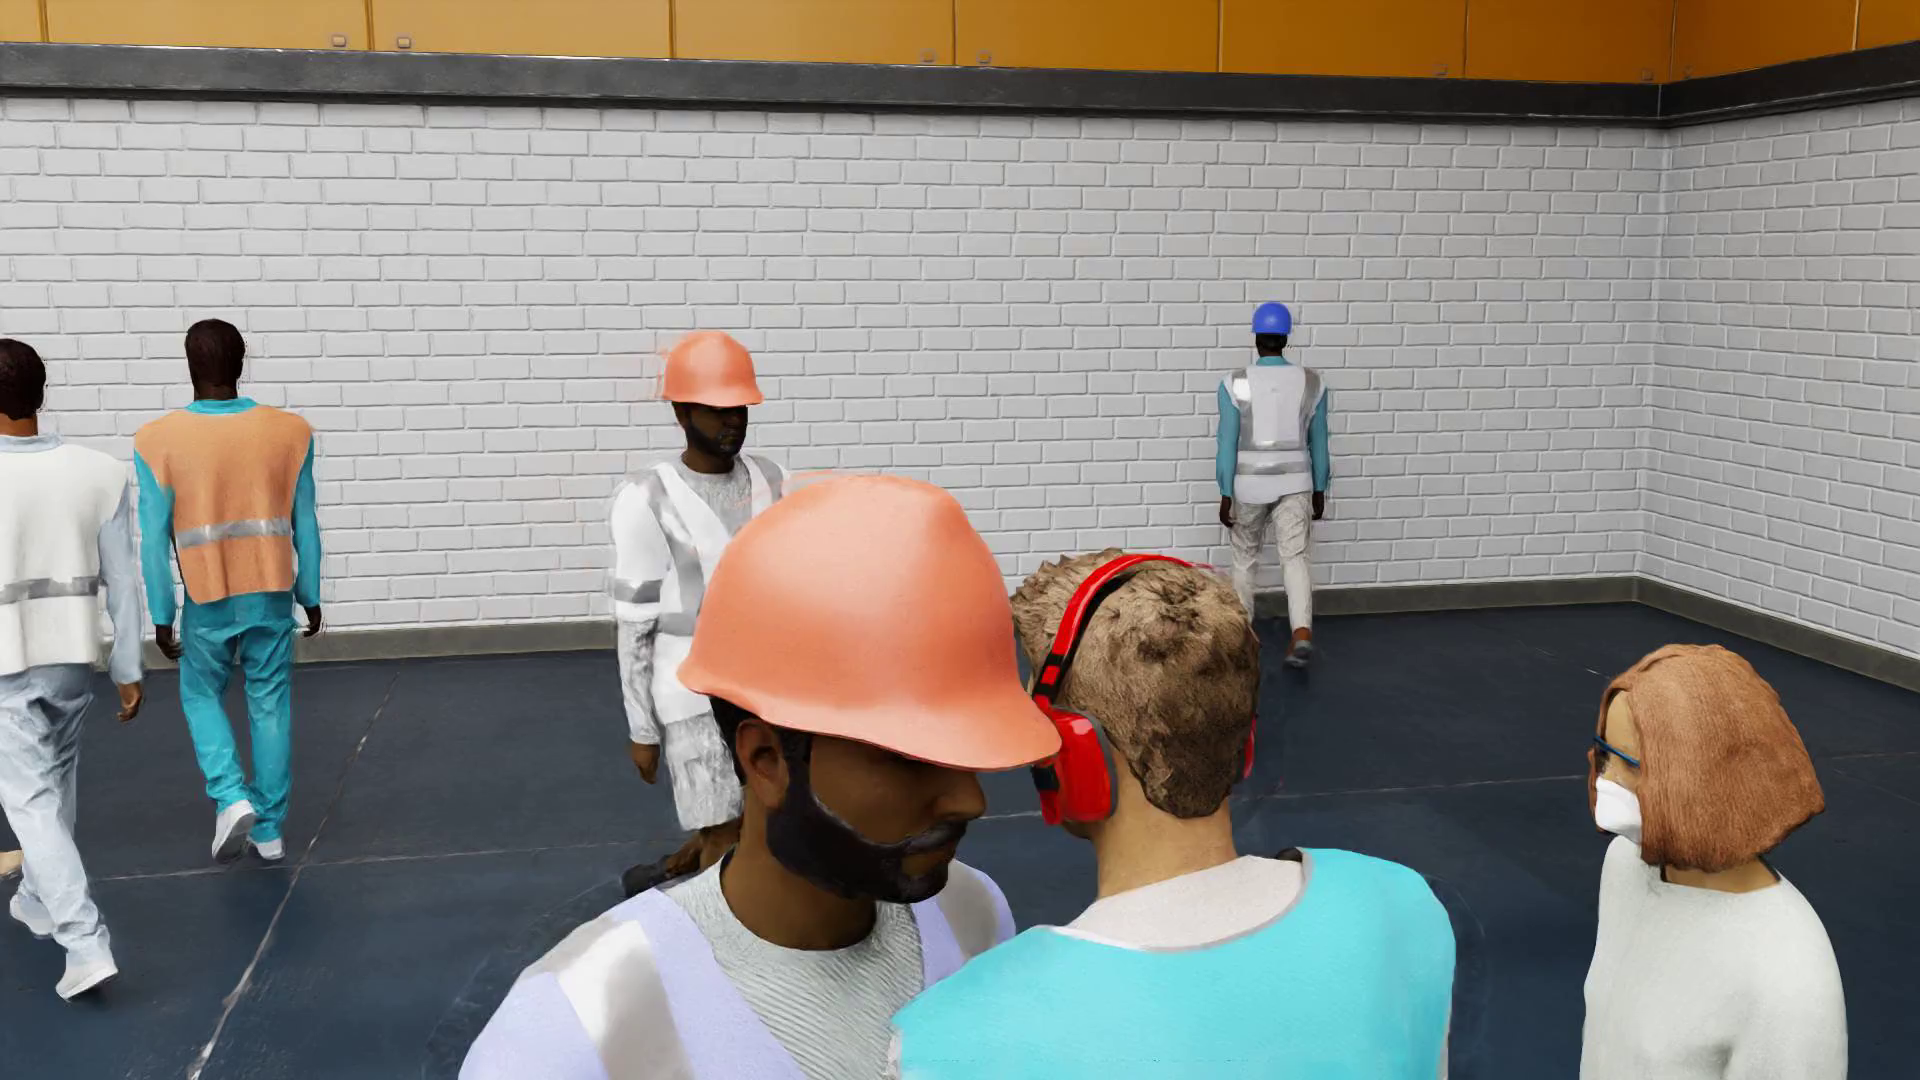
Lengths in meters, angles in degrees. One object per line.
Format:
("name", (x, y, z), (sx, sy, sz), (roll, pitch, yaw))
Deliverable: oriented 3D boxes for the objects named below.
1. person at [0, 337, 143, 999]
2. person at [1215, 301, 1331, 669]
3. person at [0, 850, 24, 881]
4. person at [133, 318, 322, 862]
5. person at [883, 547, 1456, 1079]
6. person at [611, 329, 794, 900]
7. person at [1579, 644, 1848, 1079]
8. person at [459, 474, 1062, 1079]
("person", (-2.699, 0.353, 4.842), (0.989, 1.877, 0.608), (8, 12, 41))
("person", (1.647, -0.299, 8.733), (0.620, 1.908, 0.989), (0, 9, -1))
("person", (-3.461, 0.147, 5.562), (0.607, 2.048, 0.370), (7, 12, 37))
("person", (-2.492, 0.192, 5.749), (0.592, 1.901, 0.484), (-6, 11, -33))
("person", (0.169, 0.913, 1.543), (0.612, 1.825, 0.510), (-6, 11, -31))
("person", (-0.703, 0.391, 4.465), (0.769, 1.921, 0.546), (9, 13, 43))
("person", (0.896, 0.929, 2.086), (0.278, 1.628, 0.505), (0, 9, -1))
("person", (-0.050, 0.905, 1.357), (0.811, 1.906, 0.566), (7, 12, 37))
